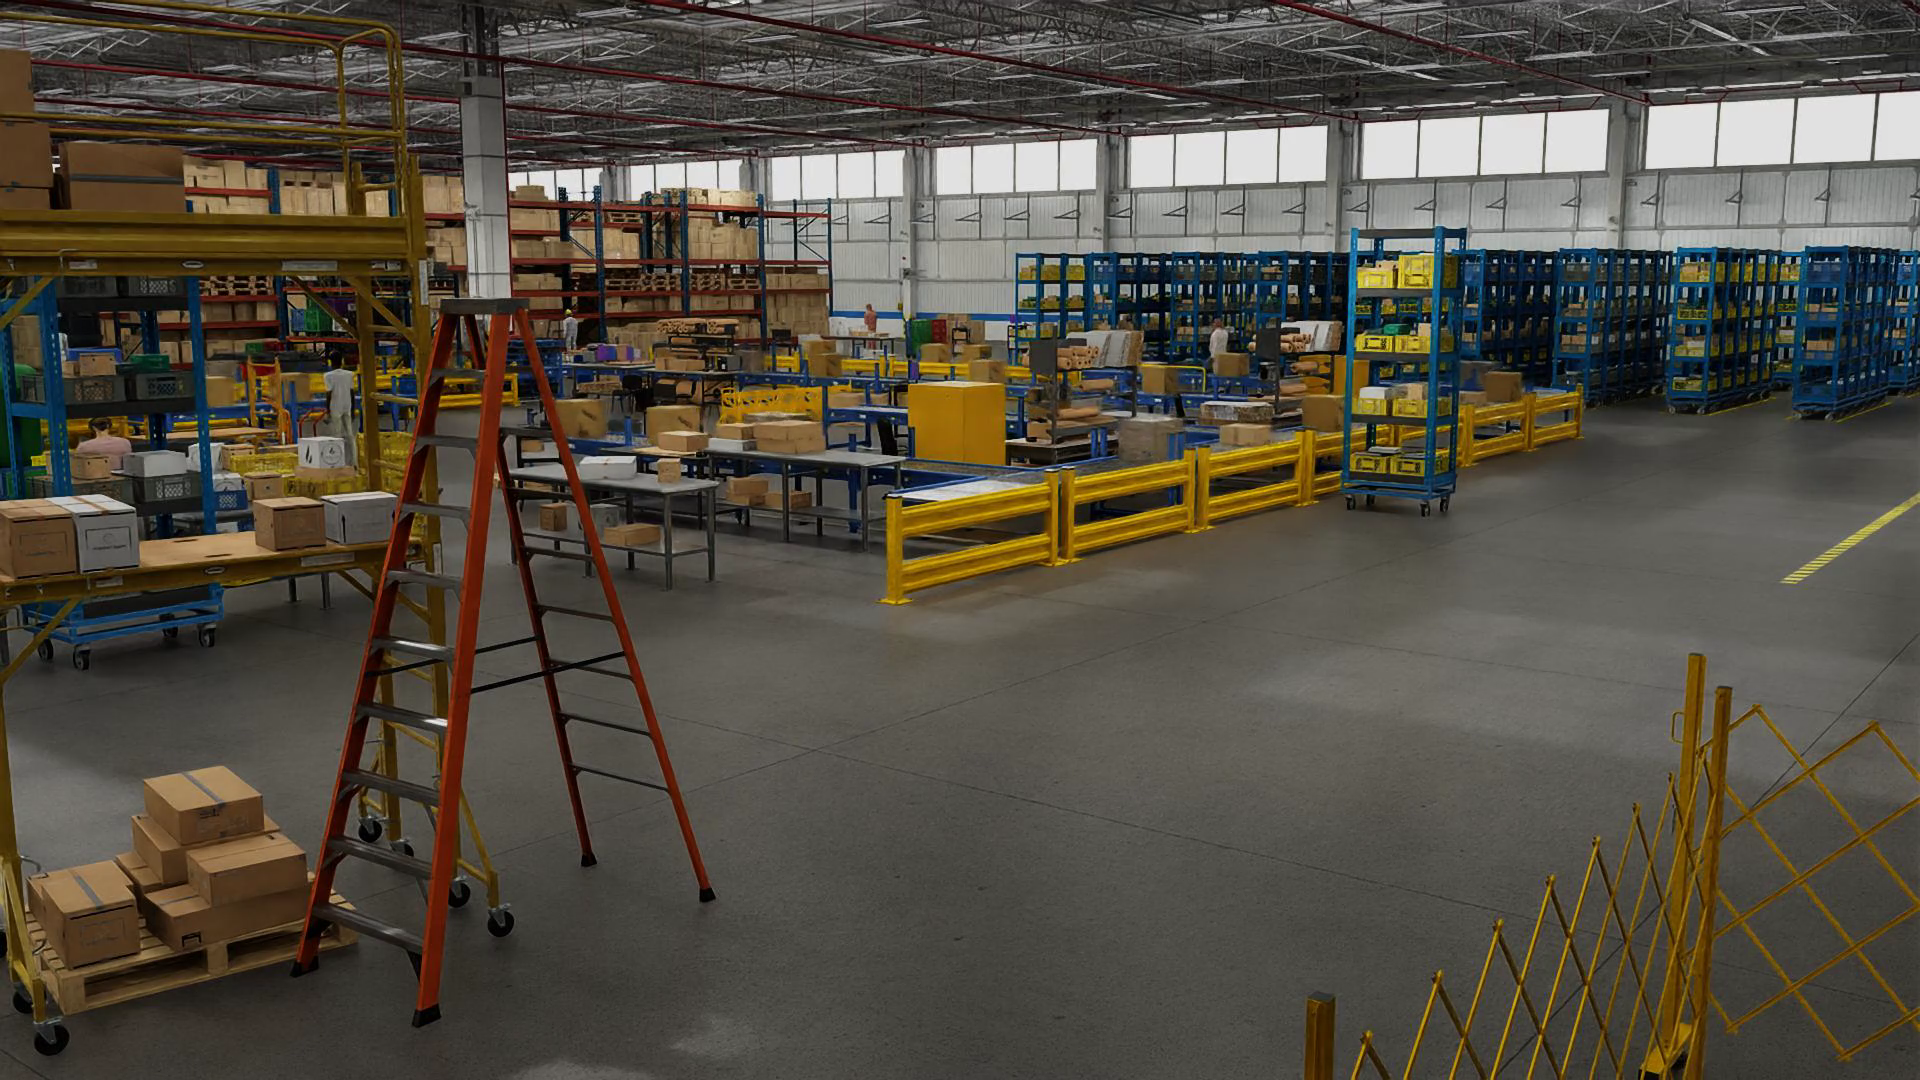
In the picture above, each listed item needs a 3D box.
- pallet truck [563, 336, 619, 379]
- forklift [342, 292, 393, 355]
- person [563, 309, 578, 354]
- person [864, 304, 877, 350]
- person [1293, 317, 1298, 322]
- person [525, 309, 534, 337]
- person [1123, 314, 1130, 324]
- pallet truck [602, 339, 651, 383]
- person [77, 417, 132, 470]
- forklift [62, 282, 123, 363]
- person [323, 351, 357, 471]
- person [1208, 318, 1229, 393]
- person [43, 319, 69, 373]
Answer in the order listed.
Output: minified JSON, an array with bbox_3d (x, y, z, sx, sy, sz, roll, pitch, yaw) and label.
[{"bbox_3d":[-10.690,-5.294,48.215,1.601,1.201,0.680,-5,10,-26],"label":"pallet truck"},{"bbox_3d":[-16.485,-5.622,45.120,1.129,2.768,1.873,7,11,37],"label":"forklift"},{"bbox_3d":[-13.293,-6.941,56.647,0.403,1.822,0.588,7,12,38],"label":"person"},{"bbox_3d":[-3.411,-7.952,62.715,0.406,1.902,0.638,7,12,38],"label":"person"},{"bbox_3d":[10.082,-5.827,49.644,0.388,1.837,0.564,7,12,38],"label":"person"},{"bbox_3d":[-15.391,-7.326,59.221,0.316,1.769,0.524,7,12,38],"label":"person"},{"bbox_3d":[5.665,-6.809,56.171,0.883,1.702,0.573,0,9,2],"label":"person"},{"bbox_3d":[-8.991,-4.871,45.351,0.653,1.274,1.630,7,11,37],"label":"pallet truck"},{"bbox_3d":[-8.288,-0.422,16.159,0.328,1.760,0.524,7,12,38],"label":"person"},{"bbox_3d":[-22.850,-5.338,43.349,1.873,2.768,1.129,6,11,32],"label":"forklift"},{"bbox_3d":[-9.470,-1.953,25.387,0.327,1.865,0.520,7,12,38],"label":"person"},{"bbox_3d":[6.530,-4.665,42.201,0.406,1.902,0.638,7,12,38],"label":"person"},{"bbox_3d":[-21.772,-4.338,40.043,0.402,1.937,0.603,7,12,38],"label":"person"}]
